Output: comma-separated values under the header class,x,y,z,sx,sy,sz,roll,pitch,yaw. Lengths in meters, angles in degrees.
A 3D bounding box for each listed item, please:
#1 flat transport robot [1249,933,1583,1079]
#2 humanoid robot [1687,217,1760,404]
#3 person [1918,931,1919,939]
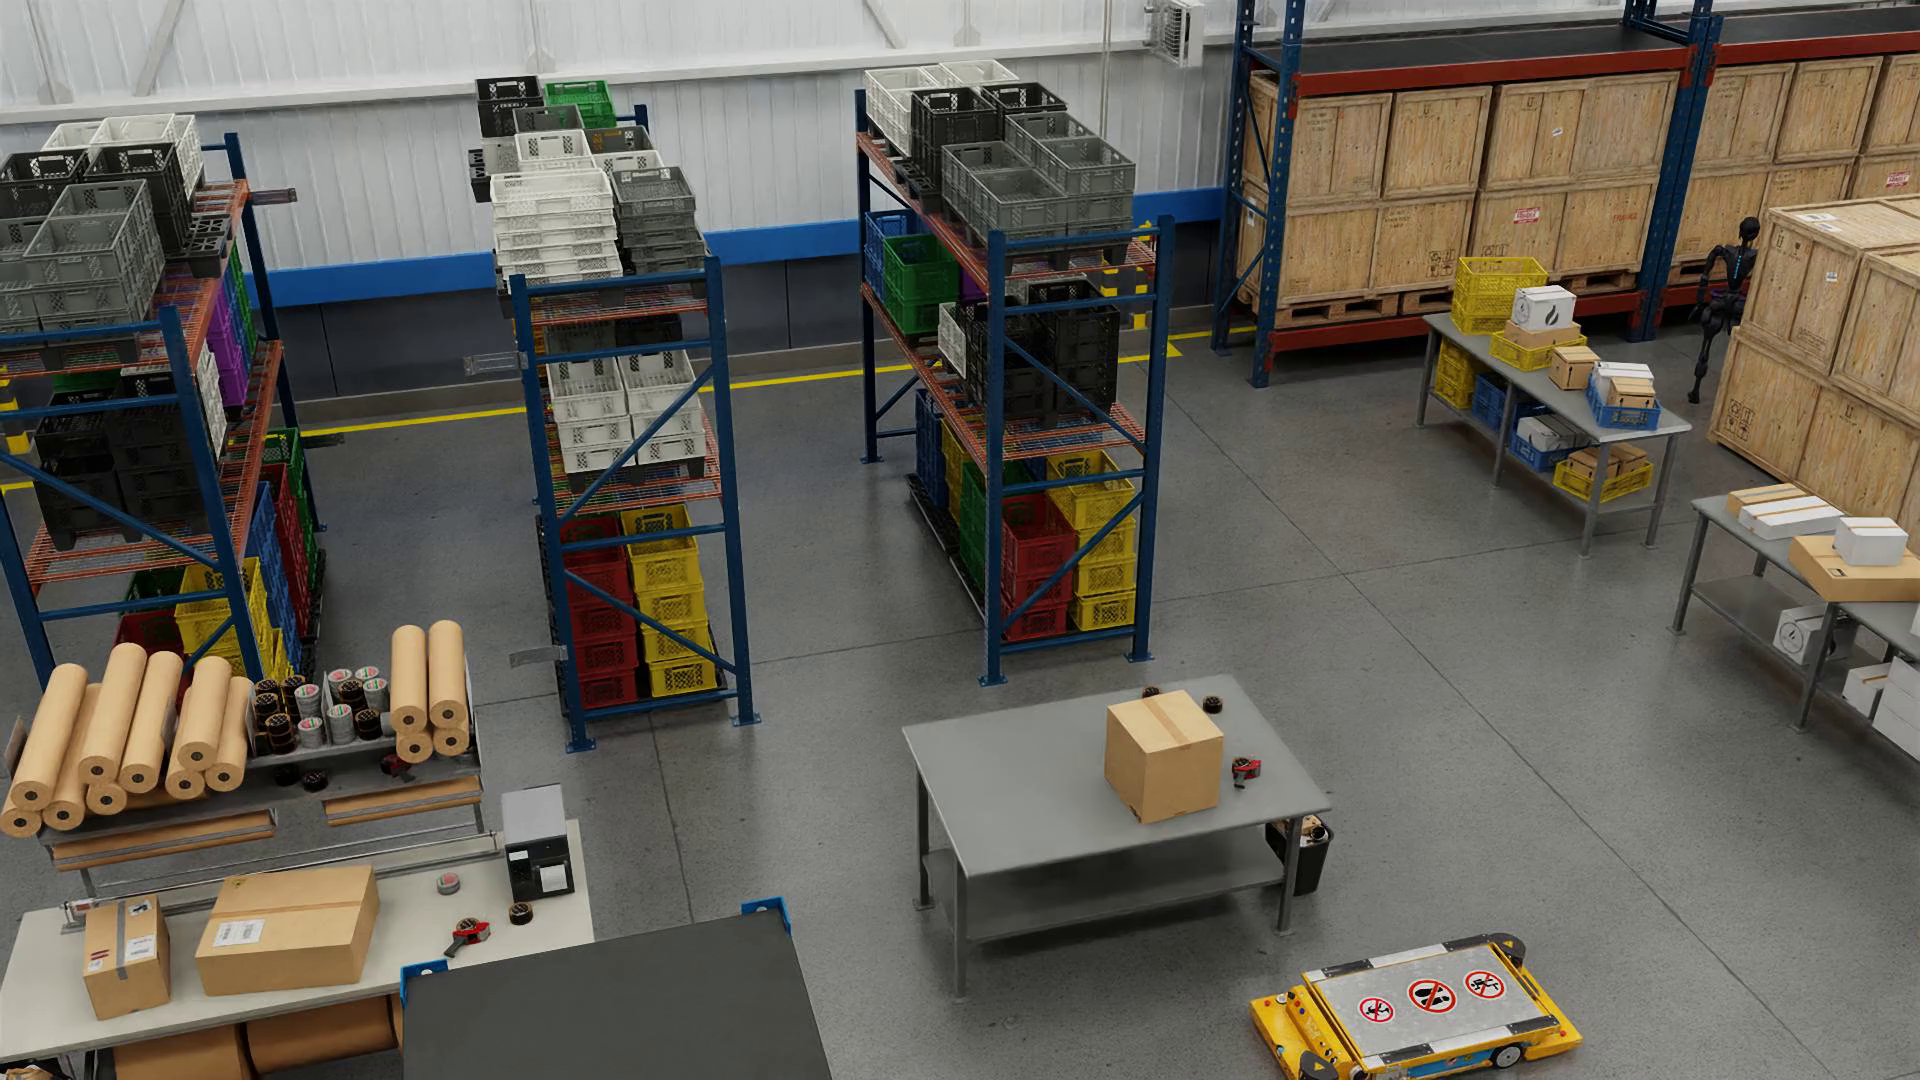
class,x,y,z,sx,sy,sz,roll,pitch,yaw
flat transport robot,2.184,2.282,7.980,1.431,0.197,0.652,-8,30,-14
humanoid robot,6.587,-1.962,14.255,0.613,1.657,0.313,15,32,25
person,5.159,1.231,8.247,0.356,1.882,0.573,18,34,29
